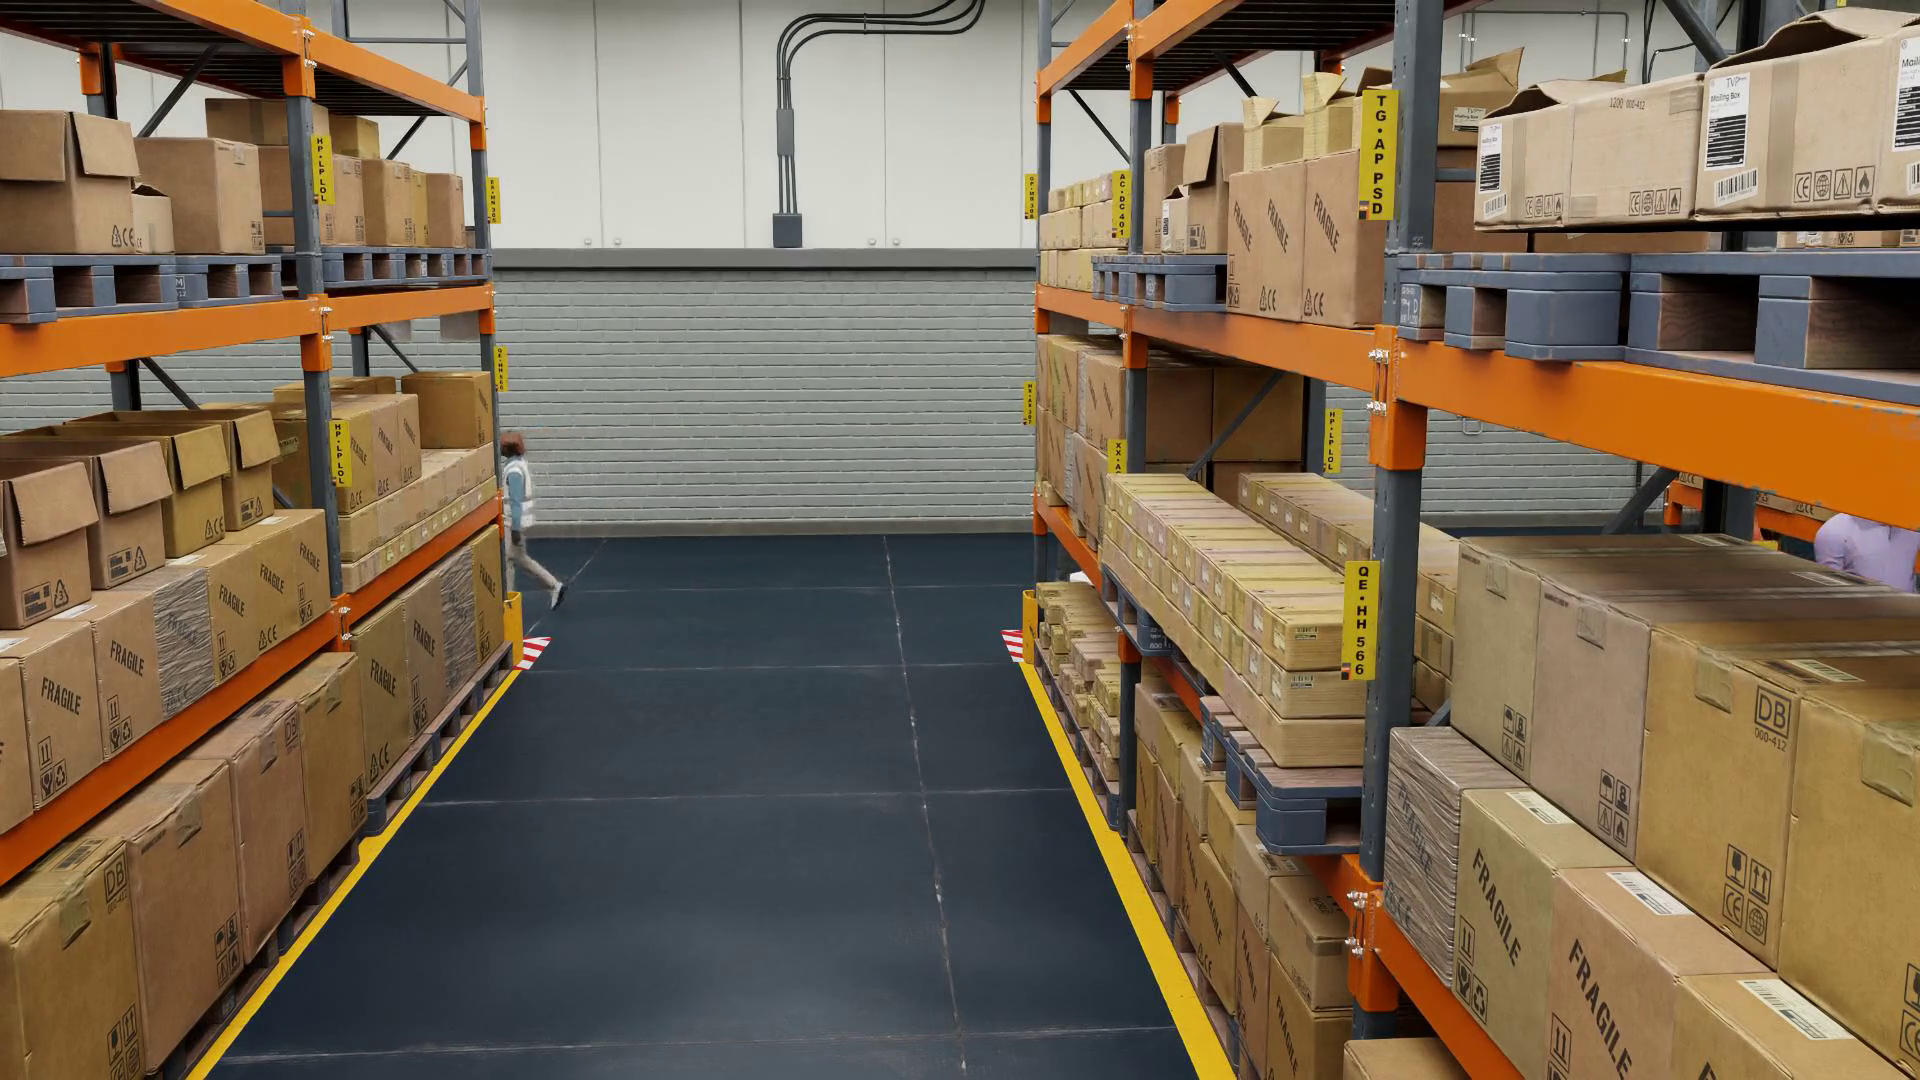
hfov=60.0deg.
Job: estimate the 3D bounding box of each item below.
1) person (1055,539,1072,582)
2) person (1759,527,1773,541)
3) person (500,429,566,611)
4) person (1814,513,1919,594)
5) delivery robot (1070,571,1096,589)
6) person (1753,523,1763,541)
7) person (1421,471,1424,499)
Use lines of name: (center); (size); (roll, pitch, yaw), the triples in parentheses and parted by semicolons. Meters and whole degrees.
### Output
person: (1.044, -0.427, 14.905); (0.439, 1.901, 0.661); (-7, 12, -36)
person: (6.580, -0.213, 13.753); (1.014, 1.867, 0.589); (1, 10, 6)
person: (-3.705, -0.137, 13.971); (0.656, 1.619, 0.542); (-2, 10, -9)
person: (5.073, 0.519, 9.285); (0.638, 1.909, 0.408); (-2, 10, -14)
delivery robot: (1.247, 0.401, 13.674); (0.707, 0.478, 0.477); (9, 13, 42)
person: (3.473, 0.817, 7.588); (0.560, 1.884, 1.020); (-3, 10, -15)
person: (4.005, -0.251, 14.622); (0.560, 1.619, 0.540); (3, 10, 16)
